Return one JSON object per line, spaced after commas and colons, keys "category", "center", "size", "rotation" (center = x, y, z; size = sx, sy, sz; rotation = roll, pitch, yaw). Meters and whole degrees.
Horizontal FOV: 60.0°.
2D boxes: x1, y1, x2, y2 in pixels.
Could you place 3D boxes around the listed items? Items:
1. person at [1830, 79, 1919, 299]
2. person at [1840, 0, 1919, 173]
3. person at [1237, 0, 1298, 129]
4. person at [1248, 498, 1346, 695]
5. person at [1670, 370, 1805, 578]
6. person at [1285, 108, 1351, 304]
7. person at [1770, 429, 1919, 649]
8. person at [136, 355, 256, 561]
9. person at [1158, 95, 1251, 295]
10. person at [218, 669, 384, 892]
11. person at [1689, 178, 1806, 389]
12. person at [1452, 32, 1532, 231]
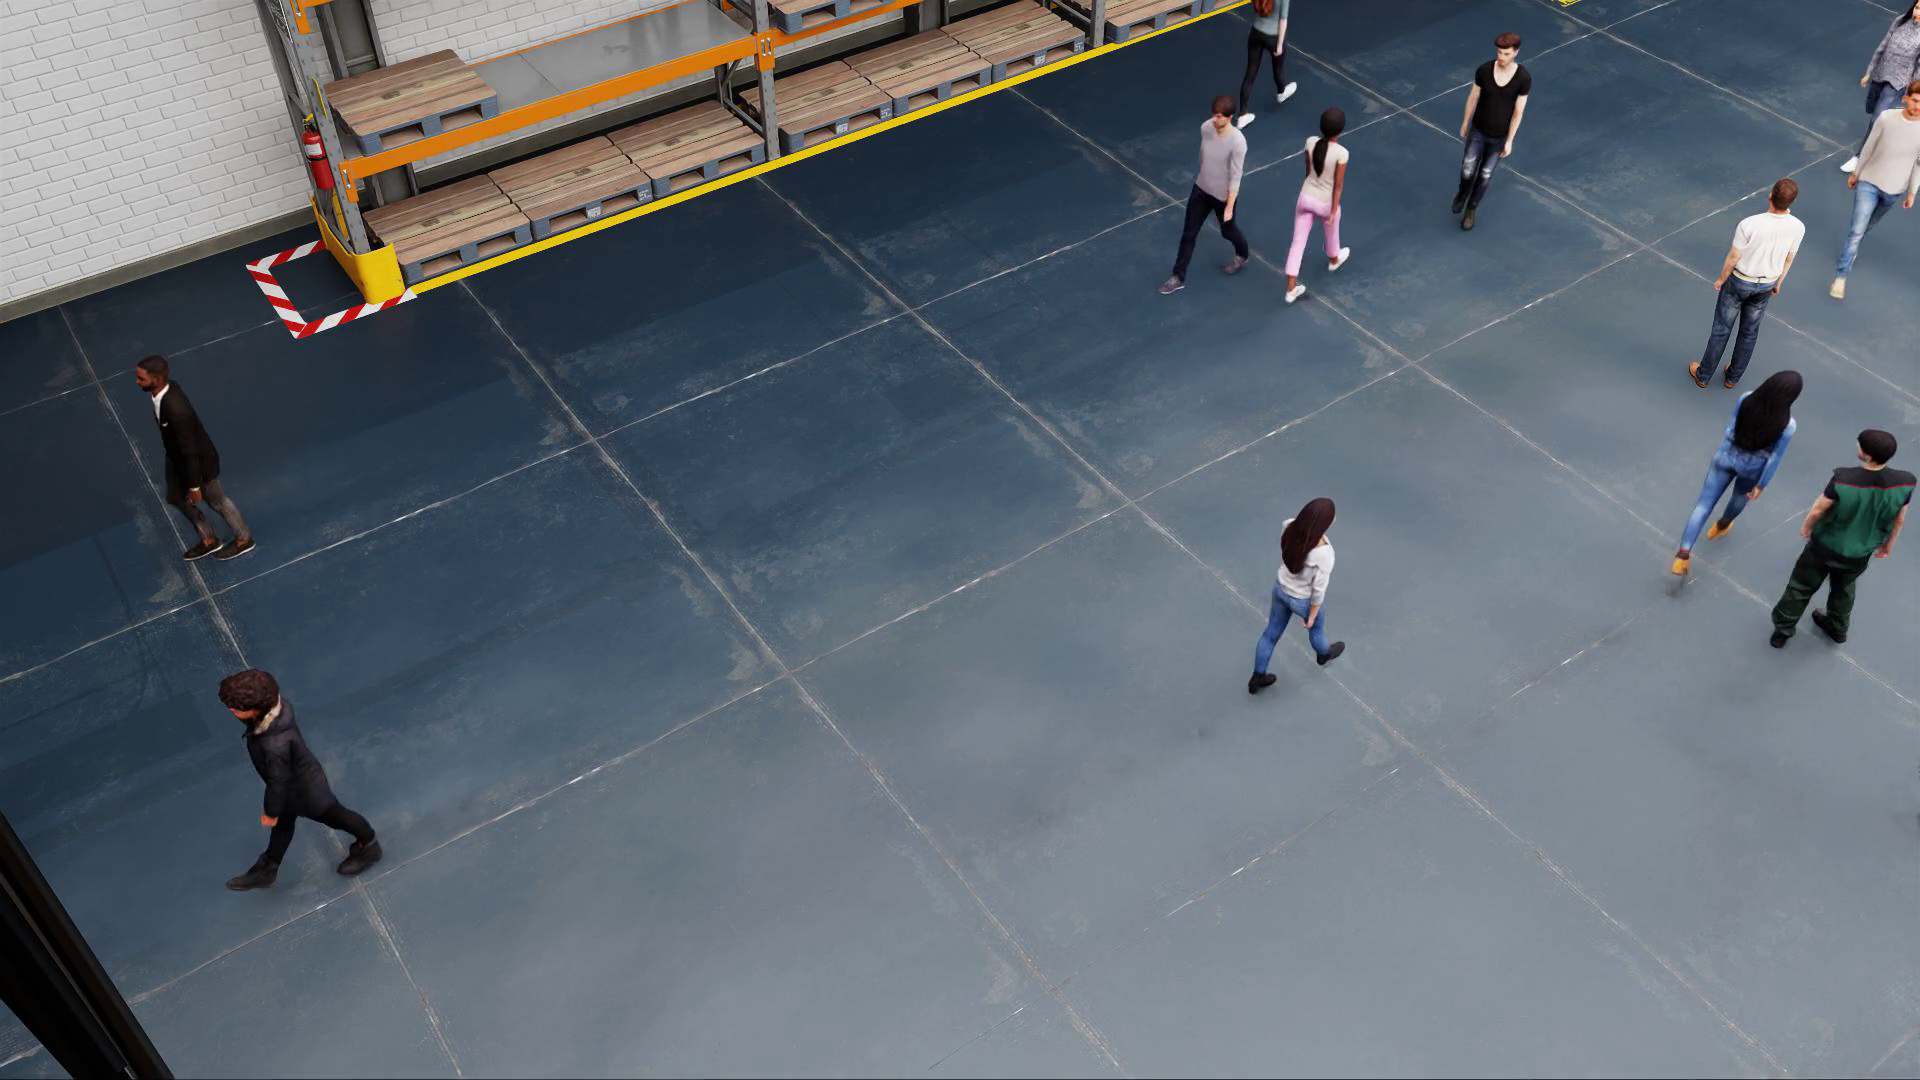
{"category": "person", "center": [7.822, -3.056, 14.100], "size": [1.108, 1.860, 1.291], "rotation": [15, 46, 16]}
{"category": "person", "center": [8.747, -4.313, 15.531], "size": [1.087, 1.707, 0.688], "rotation": [-22, 48, -21]}
{"category": "person", "center": [2.900, -4.790, 16.042], "size": [0.757, 1.693, 1.169], "rotation": [34, 53, 30]}
{"category": "person", "center": [2.095, 0.397, 10.664], "size": [0.965, 1.602, 0.625], "rotation": [-28, 50, -26]}
{"category": "person", "center": [5.328, -0.443, 11.498], "size": [0.753, 1.666, 1.227], "rotation": [32, 52, 29]}
{"category": "person", "center": [2.932, -2.752, 13.894], "size": [0.788, 1.705, 1.139], "rotation": [29, 51, 27]}
{"category": "person", "center": [5.705, 0.061, 10.818], "size": [0.909, 1.876, 0.971], "rotation": [14, 45, 14]}
{"category": "person", "center": [-5.246, -0.578, 11.550], "size": [0.713, 1.791, 0.705], "rotation": [-29, 51, -27]}
{"category": "person", "center": [2.240, -2.935, 14.025], "size": [1.216, 1.790, 0.743], "rotation": [-30, 51, -27]}
{"category": "person", "center": [-3.712, 1.363, 9.557], "size": [1.078, 1.730, 0.626], "rotation": [-25, 49, -24]}
{"category": "person", "center": [6.167, -1.986, 12.981], "size": [0.730, 1.856, 0.810], "rotation": [4, 44, 4]}
{"category": "person", "center": [4.716, -3.656, 14.718], "size": [0.835, 1.878, 0.900], "rotation": [18, 47, 18]}
